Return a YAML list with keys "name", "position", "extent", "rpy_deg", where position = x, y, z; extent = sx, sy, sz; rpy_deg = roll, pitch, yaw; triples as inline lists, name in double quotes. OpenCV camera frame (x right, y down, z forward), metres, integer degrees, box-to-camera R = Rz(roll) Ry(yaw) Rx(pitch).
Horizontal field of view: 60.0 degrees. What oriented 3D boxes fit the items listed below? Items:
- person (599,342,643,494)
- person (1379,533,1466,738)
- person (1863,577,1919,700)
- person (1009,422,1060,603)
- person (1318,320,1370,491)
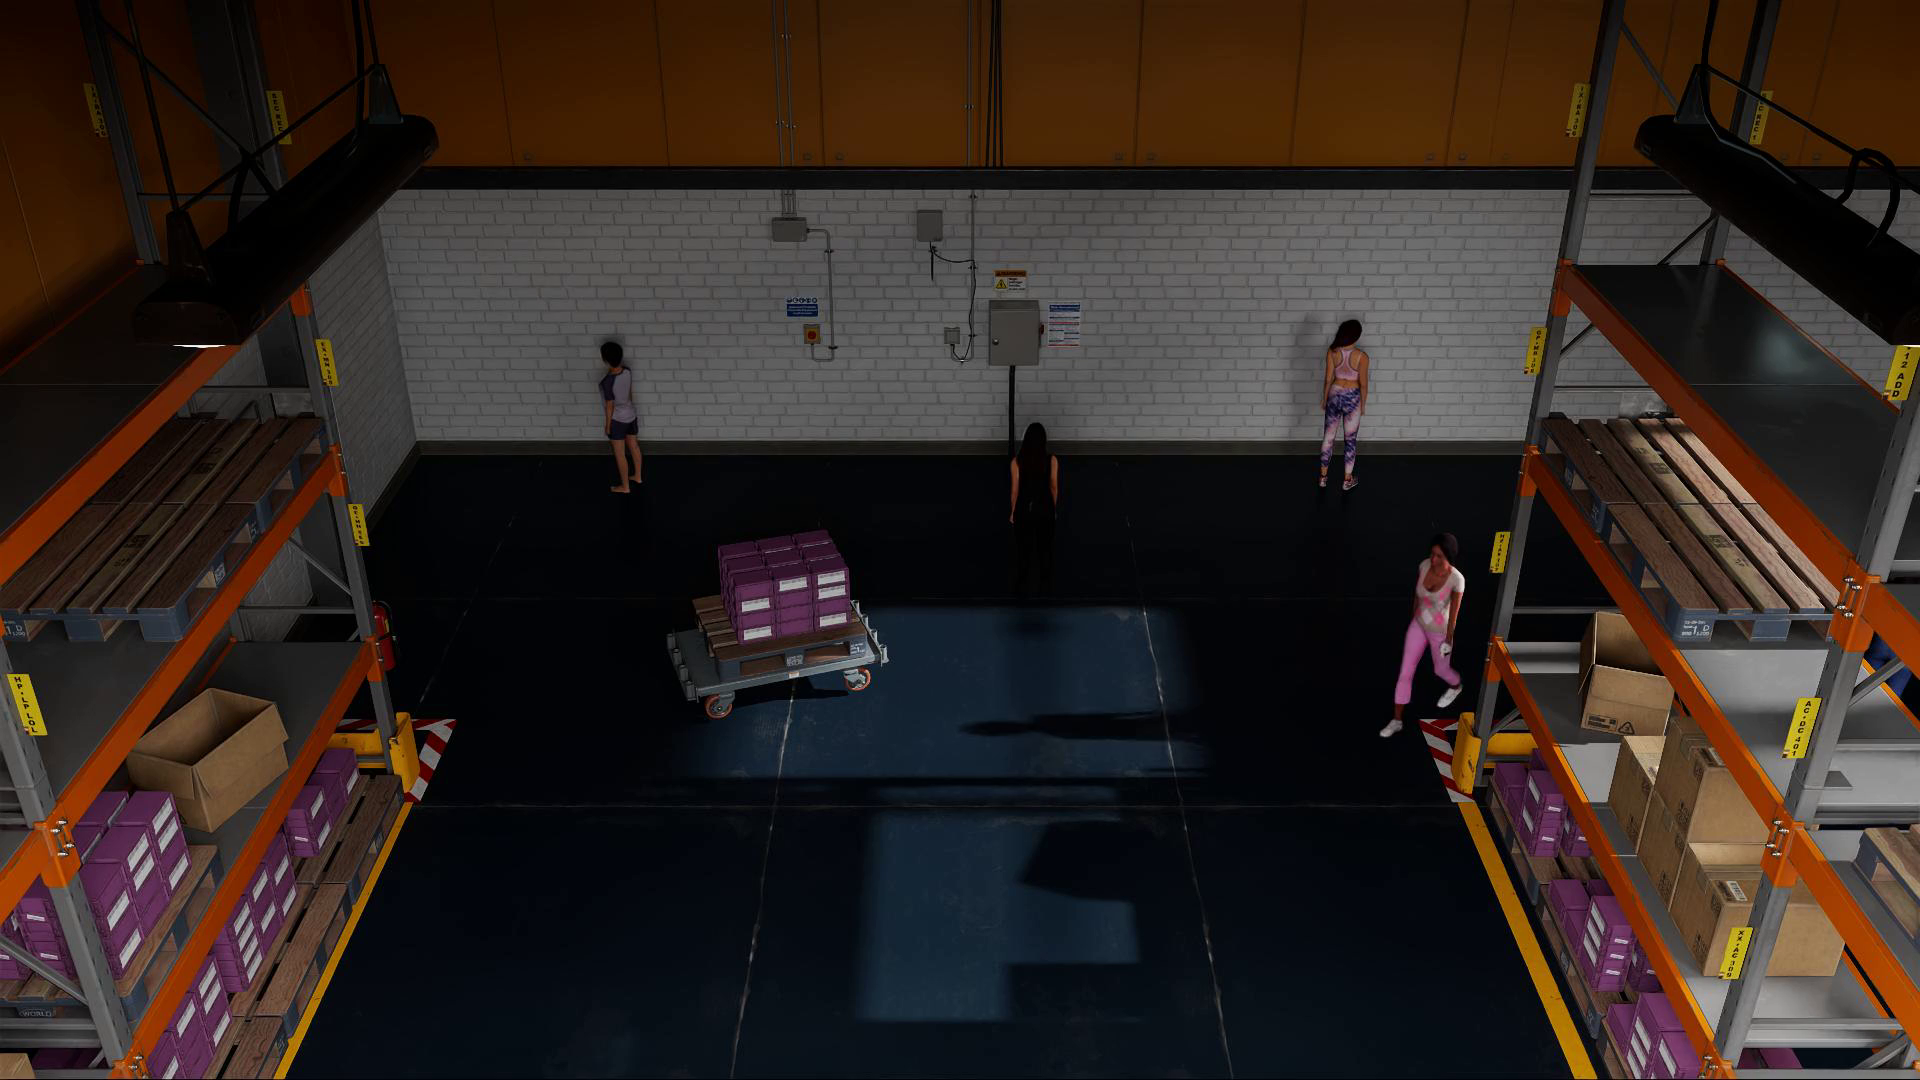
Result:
- name: "person"
  position: [-3.361, -1.231, 16.463]
  extent: [0.701, 1.567, 0.593]
  rpy_deg: [13, 31, 23]
- name: "person"
  position: [3.696, 0.698, 12.787]
  extent: [1.142, 1.702, 1.132]
  rpy_deg: [-22, 36, -35]
- name: "person"
  position: [7.093, 0.826, 12.646]
  extent: [0.715, 1.613, 0.650]
  rpy_deg: [-24, 37, -37]
- name: "person"
  position: [0.647, -0.244, 14.528]
  extent: [0.607, 1.688, 0.584]
  rpy_deg: [-3, 29, -6]
- name: "person"
  position: [3.800, -1.351, 16.475]
  extent: [0.663, 1.768, 0.654]
  rpy_deg: [12, 31, 21]
